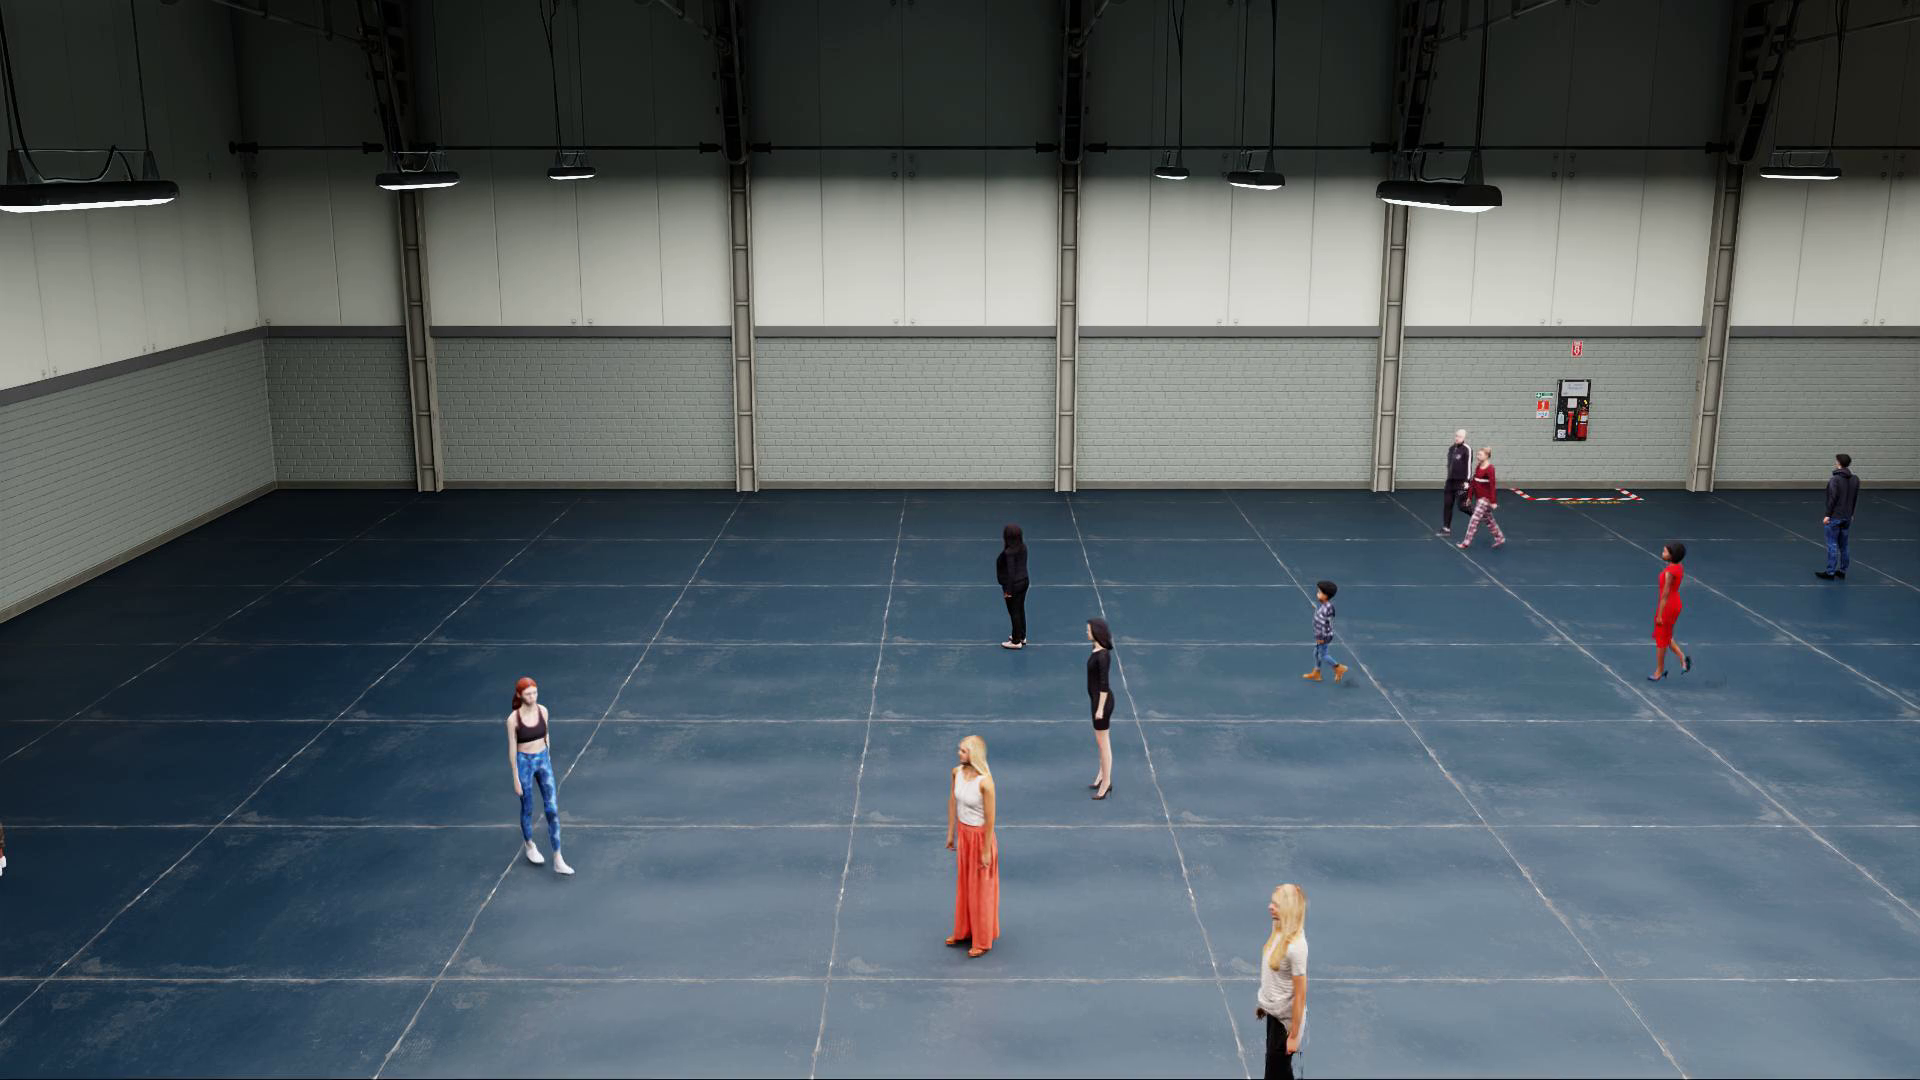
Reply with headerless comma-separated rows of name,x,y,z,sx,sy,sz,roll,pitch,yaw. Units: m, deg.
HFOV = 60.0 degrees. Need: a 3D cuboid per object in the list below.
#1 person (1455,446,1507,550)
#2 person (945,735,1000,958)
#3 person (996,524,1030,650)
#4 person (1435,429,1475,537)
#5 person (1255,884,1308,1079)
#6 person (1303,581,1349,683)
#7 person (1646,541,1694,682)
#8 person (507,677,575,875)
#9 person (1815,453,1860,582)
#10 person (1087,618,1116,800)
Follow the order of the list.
person,8.409,-0.640,26.468,1.159,1.645,0.764,-3,13,-14
person,0.123,2.379,13.086,0.781,1.802,0.736,-10,17,-38
person,0.706,0.580,21.270,0.751,1.615,0.745,5,14,21
person,8.259,-0.926,27.322,1.079,1.819,0.960,-5,14,-22
person,2.064,2.991,10.391,0.525,1.826,0.644,0,13,-2
person,4.379,1.107,19.828,0.804,1.238,0.624,4,14,17
person,8.496,0.869,19.758,0.866,1.733,0.783,8,15,30
person,-3.809,2.049,14.622,0.995,1.752,1.031,-11,17,-40
person,13.045,-0.350,24.673,0.634,1.892,0.807,-5,14,-19
person,1.390,1.637,16.285,0.509,1.804,0.599,1,13,4
